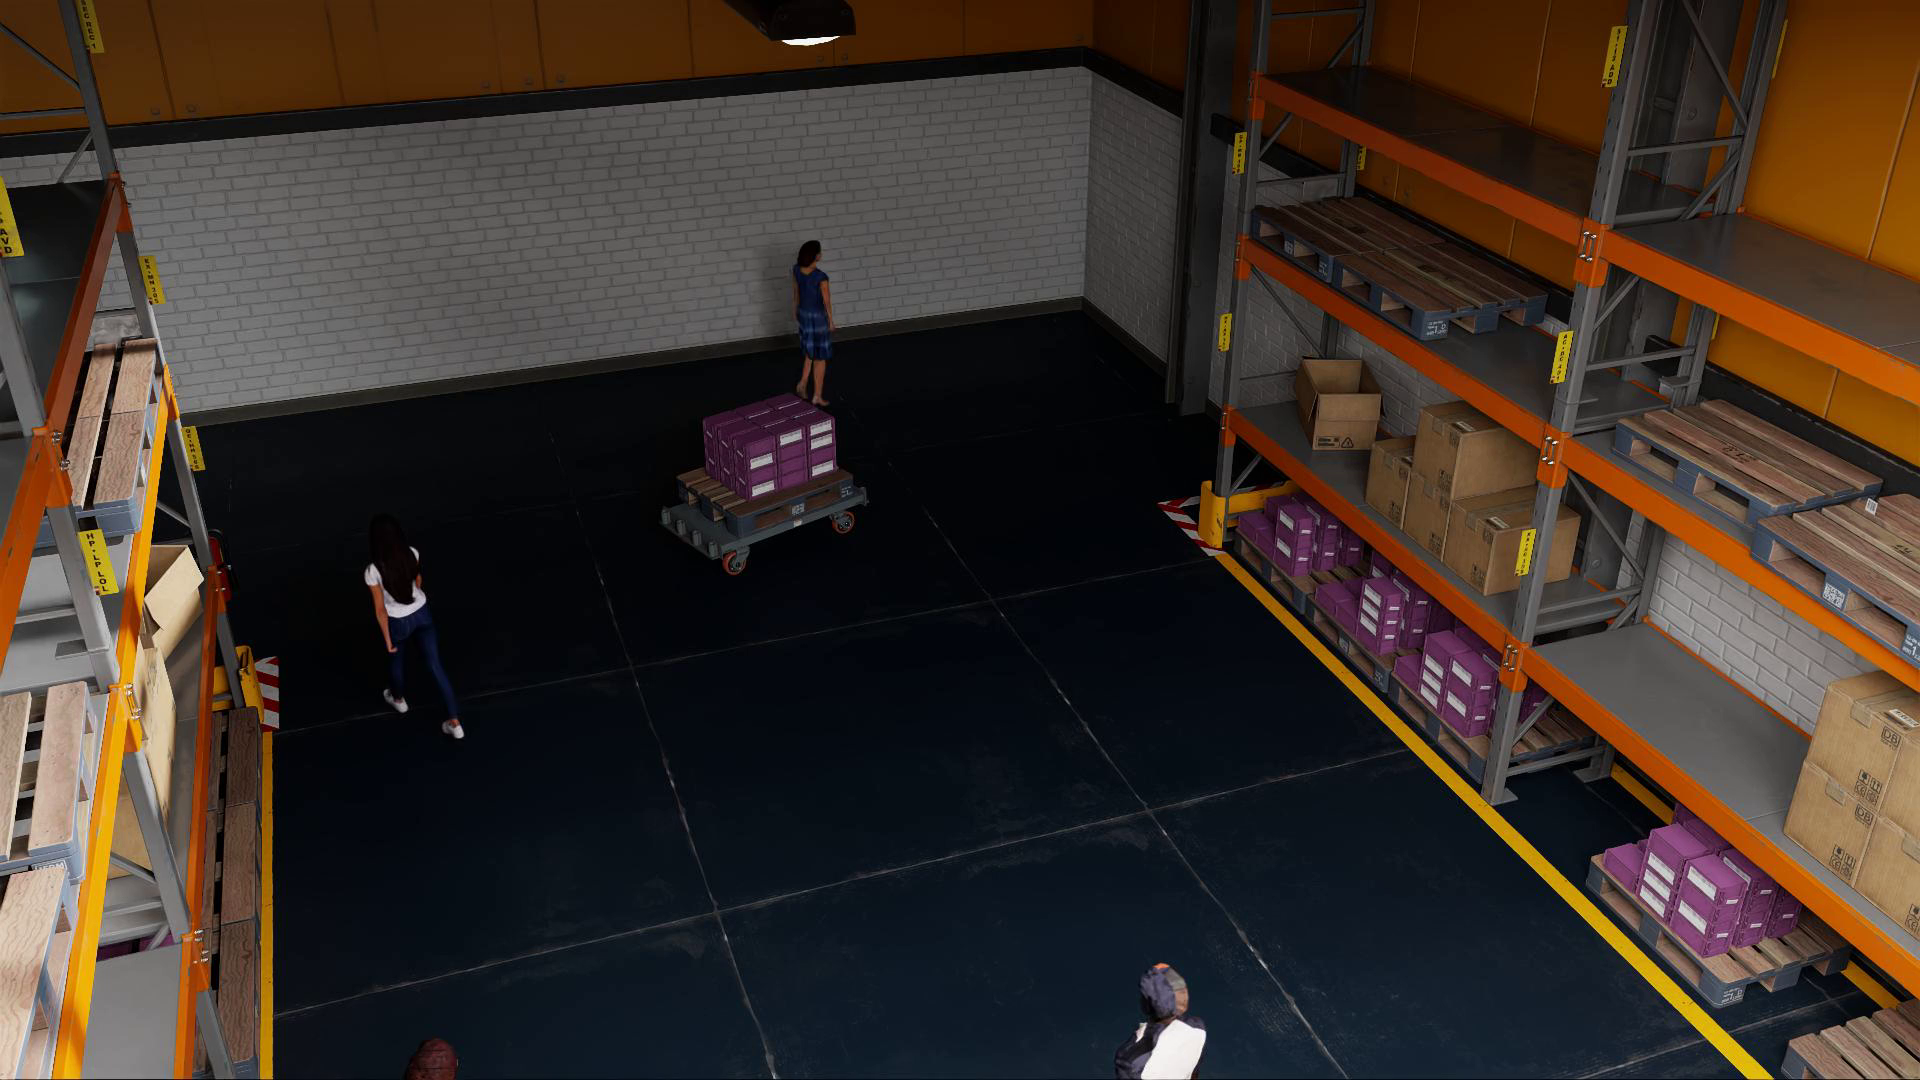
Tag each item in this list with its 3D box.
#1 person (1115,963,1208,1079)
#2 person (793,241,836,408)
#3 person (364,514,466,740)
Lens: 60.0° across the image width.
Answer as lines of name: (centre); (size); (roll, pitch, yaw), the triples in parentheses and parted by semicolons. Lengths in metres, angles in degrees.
person: (0.901, 2.740, 7.752); (0.746, 1.893, 0.696); (-20, 34, -32)
person: (-1.534, -2.130, 16.787); (0.804, 1.791, 0.869); (22, 35, 34)
person: (-3.837, 0.651, 11.755); (1.225, 1.728, 0.956); (24, 37, 37)
